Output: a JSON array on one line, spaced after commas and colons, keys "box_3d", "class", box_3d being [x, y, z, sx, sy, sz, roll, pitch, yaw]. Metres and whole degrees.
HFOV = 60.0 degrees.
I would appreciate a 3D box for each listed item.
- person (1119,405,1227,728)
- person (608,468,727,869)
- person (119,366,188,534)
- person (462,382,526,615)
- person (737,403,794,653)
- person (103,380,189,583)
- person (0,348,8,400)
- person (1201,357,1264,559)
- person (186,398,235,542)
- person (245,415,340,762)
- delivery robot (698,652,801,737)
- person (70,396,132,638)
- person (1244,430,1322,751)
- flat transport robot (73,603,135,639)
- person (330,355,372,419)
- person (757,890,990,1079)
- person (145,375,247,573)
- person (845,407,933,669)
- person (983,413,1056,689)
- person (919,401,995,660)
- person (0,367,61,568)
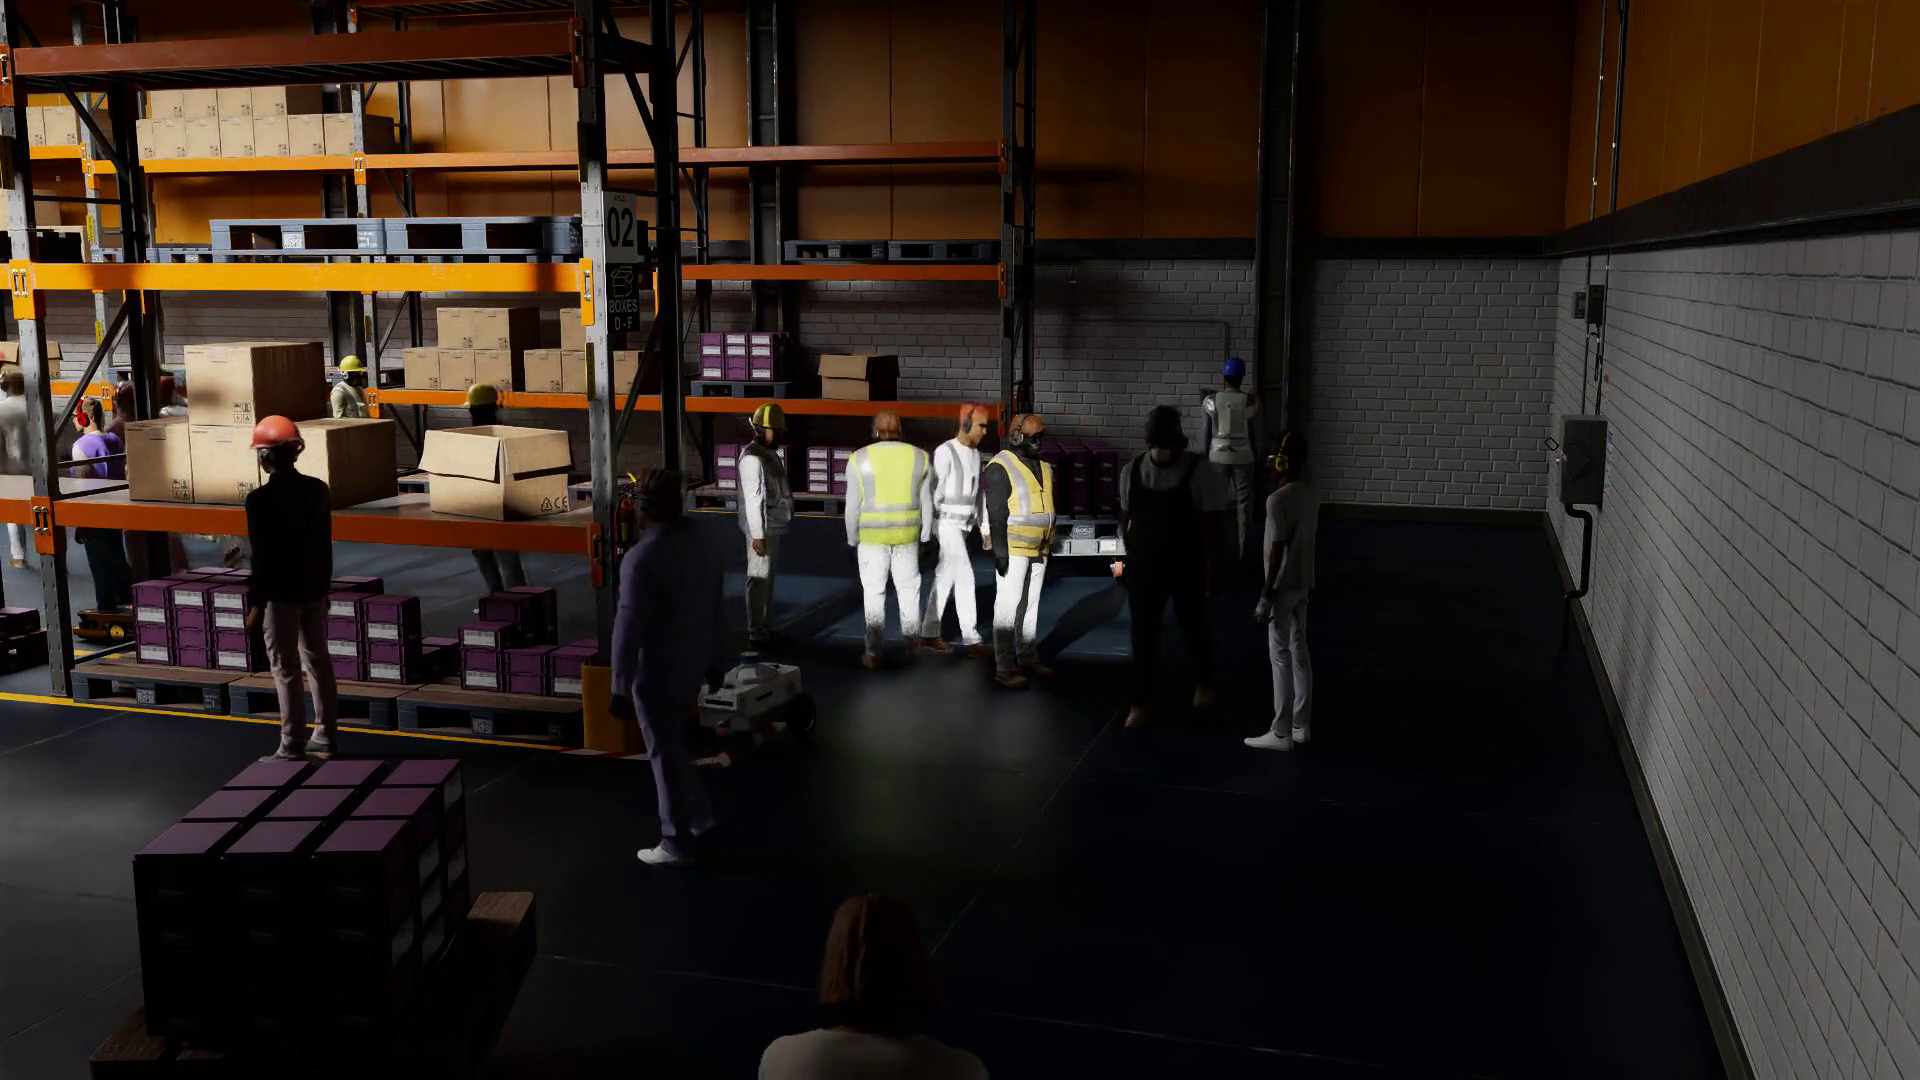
[{"box_3d": [1.333, 0.097, 10.384, 0.701, 2.000, 0.949, 4, 10, 22], "class": "person"}, {"box_3d": [-1.385, 0.603, 7.741, 0.435, 1.890, 0.673, 4, 10, 25], "class": "person"}, {"box_3d": [-7.796, -0.792, 16.226, 0.838, 1.911, 0.647, 8, 12, 39], "class": "person"}, {"box_3d": [-3.721, -0.292, 13.193, 0.633, 1.904, 0.587, -2, 10, -13], "class": "person"}, {"box_3d": [-1.418, -0.093, 12.210, 0.403, 1.822, 0.588, 1, 9, 6], "class": "person"}, {"box_3d": [-6.897, -0.427, 14.116, 0.923, 1.867, 0.643, 9, 13, 43], "class": "person"}, {"box_3d": [-10.839, -1.227, 18.758, 0.350, 1.942, 0.545, -6, 11, -31], "class": "person"}, {"box_3d": [2.621, -0.780, 16.015, 0.607, 1.948, 0.389, 2, 10, 14], "class": "person"}, {"box_3d": [-7.717, -0.903, 17.077, 0.328, 1.842, 0.515, 0, 9, 1], "class": "person"}, {"box_3d": [-3.749, 0.298, 9.300, 0.390, 1.992, 0.622, 3, 10, 18], "class": "person"}, {"box_3d": [-1.226, 0.898, 9.733, 0.477, 0.478, 0.707, 4, 10, 23], "class": "delivery robot"}, {"box_3d": [-6.520, -0.173, 12.659, 0.379, 1.836, 0.564, 0, 9, 1], "class": "person"}, {"box_3d": [1.895, 0.295, 9.697, 0.324, 1.872, 0.516, 8, 12, 40], "class": "person"}, {"box_3d": [-5.906, 0.611, 12.632, 1.431, 0.197, 0.652, 2, 10, 15], "class": "flat transport robot"}, {"box_3d": [-6.759, -1.139, 18.550, 0.404, 1.832, 0.592, 1, 9, 5], "class": "person"}, {"box_3d": [-0.174, 1.493, 3.291, 0.505, 1.561, 0.907, 2, 9, 11], "class": "person"}, {"box_3d": [-7.084, -0.593, 15.237, 0.968, 1.845, 0.585, 1, 9, 4], "class": "person"}, {"box_3d": [-0.501, -0.014, 11.674, 0.633, 1.839, 0.429, -2, 10, -15], "class": "person"}, {"box_3d": [0.434, 0.061, 11.220, 0.429, 1.841, 0.625, 7, 12, 36], "class": "person"}, {"box_3d": [0.044, -0.063, 11.947, 0.840, 1.843, 0.655, 5, 10, 26], "class": "person"}, {"box_3d": [-8.594, -0.642, 15.344, 0.925, 1.908, 0.641, 8, 12, 41], "class": "person"}]
